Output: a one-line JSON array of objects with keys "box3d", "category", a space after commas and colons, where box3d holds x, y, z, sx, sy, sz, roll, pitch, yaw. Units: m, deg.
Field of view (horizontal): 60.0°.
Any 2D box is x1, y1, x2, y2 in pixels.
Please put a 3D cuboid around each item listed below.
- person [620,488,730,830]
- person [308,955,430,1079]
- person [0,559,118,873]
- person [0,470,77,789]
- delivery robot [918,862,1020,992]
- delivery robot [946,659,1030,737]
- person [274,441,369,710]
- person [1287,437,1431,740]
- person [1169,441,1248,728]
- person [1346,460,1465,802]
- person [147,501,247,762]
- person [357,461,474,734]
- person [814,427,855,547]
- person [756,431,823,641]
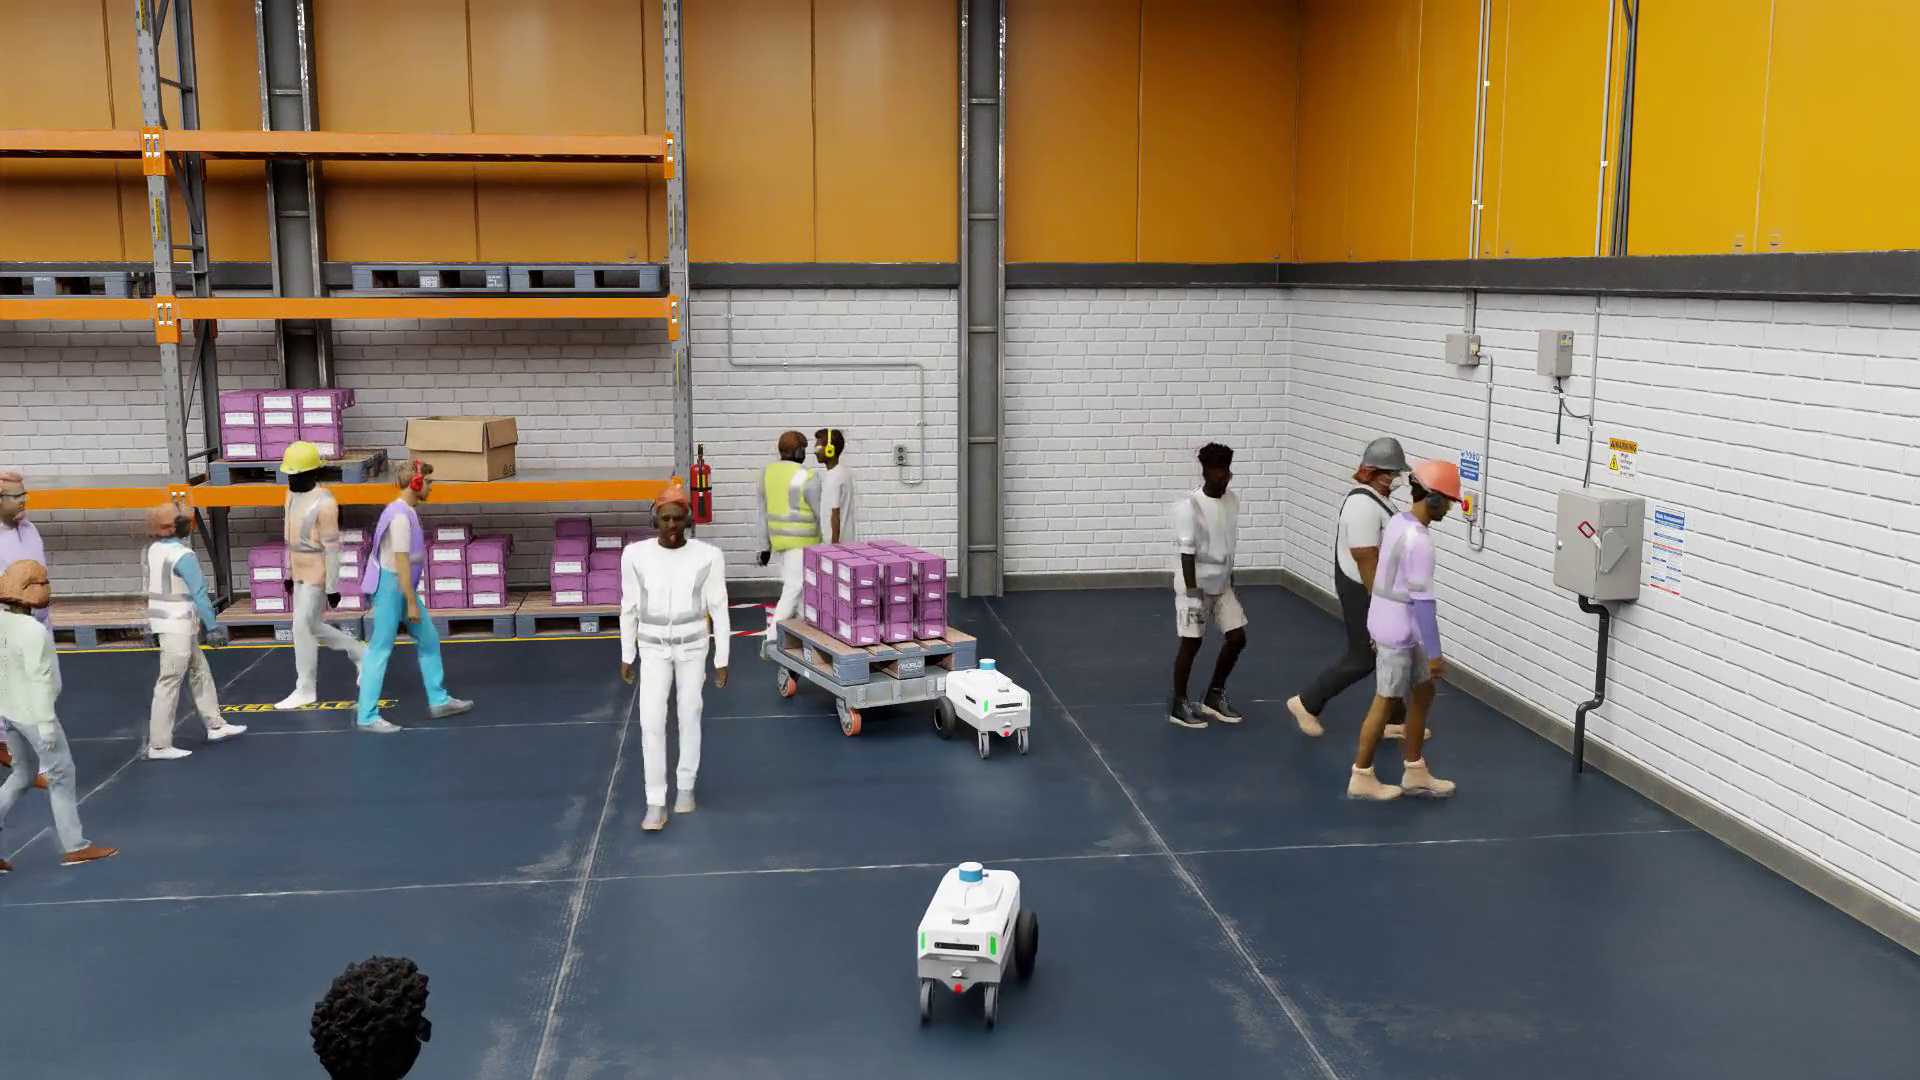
[{"box3d": [-1.566, 0.652, 9.111, 0.607, 1.854, 0.808, -1, 9, -7], "category": "person"}, {"box3d": [-1.150, 1.659, 3.332, 0.539, 1.695, 0.319, 2, 9, 14], "category": "person"}, {"box3d": [-4.710, 0.897, 8.385, 0.514, 1.608, 0.669, 7, 12, 39], "category": "person"}, {"box3d": [-5.577, 0.527, 9.795, 0.694, 1.891, 0.666, 1, 9, 6], "category": "person"}, {"box3d": [0.045, 1.598, 6.979, 0.477, 0.478, 0.707, 2, 9, 9], "category": "delivery robot"}, {"box3d": [0.176, 1.007, 10.664, 0.477, 0.478, 0.707, -3, 10, -21], "category": "delivery robot"}, {"box3d": [-4.469, 0.229, 11.653, 0.689, 1.893, 0.627, -8, 12, -41], "category": "person"}, {"box3d": [2.598, 0.307, 10.704, 0.804, 2.000, 0.690, 4, 10, 22], "category": "person"}, {"box3d": [1.653, 0.307, 11.030, 0.631, 1.930, 0.568, -8, 12, -40], "category": "person"}, {"box3d": [2.584, 0.539, 9.407, 0.781, 1.988, 0.638, 1, 9, 6], "category": "person"}, {"box3d": [-4.816, 0.561, 10.474, 0.769, 1.609, 0.525, -9, 12, -43], "category": "person"}, {"box3d": [-3.674, 0.371, 11.112, 0.778, 1.789, 0.590, -2, 9, -10], "category": "person"}, {"box3d": [-0.955, 0.054, 12.864, 0.451, 1.853, 0.553, 0, 9, 2], "category": "person"}, {"box3d": [-1.298, 0.031, 13.221, 0.633, 1.799, 0.929, 8, 12, 41], "category": "person"}]
